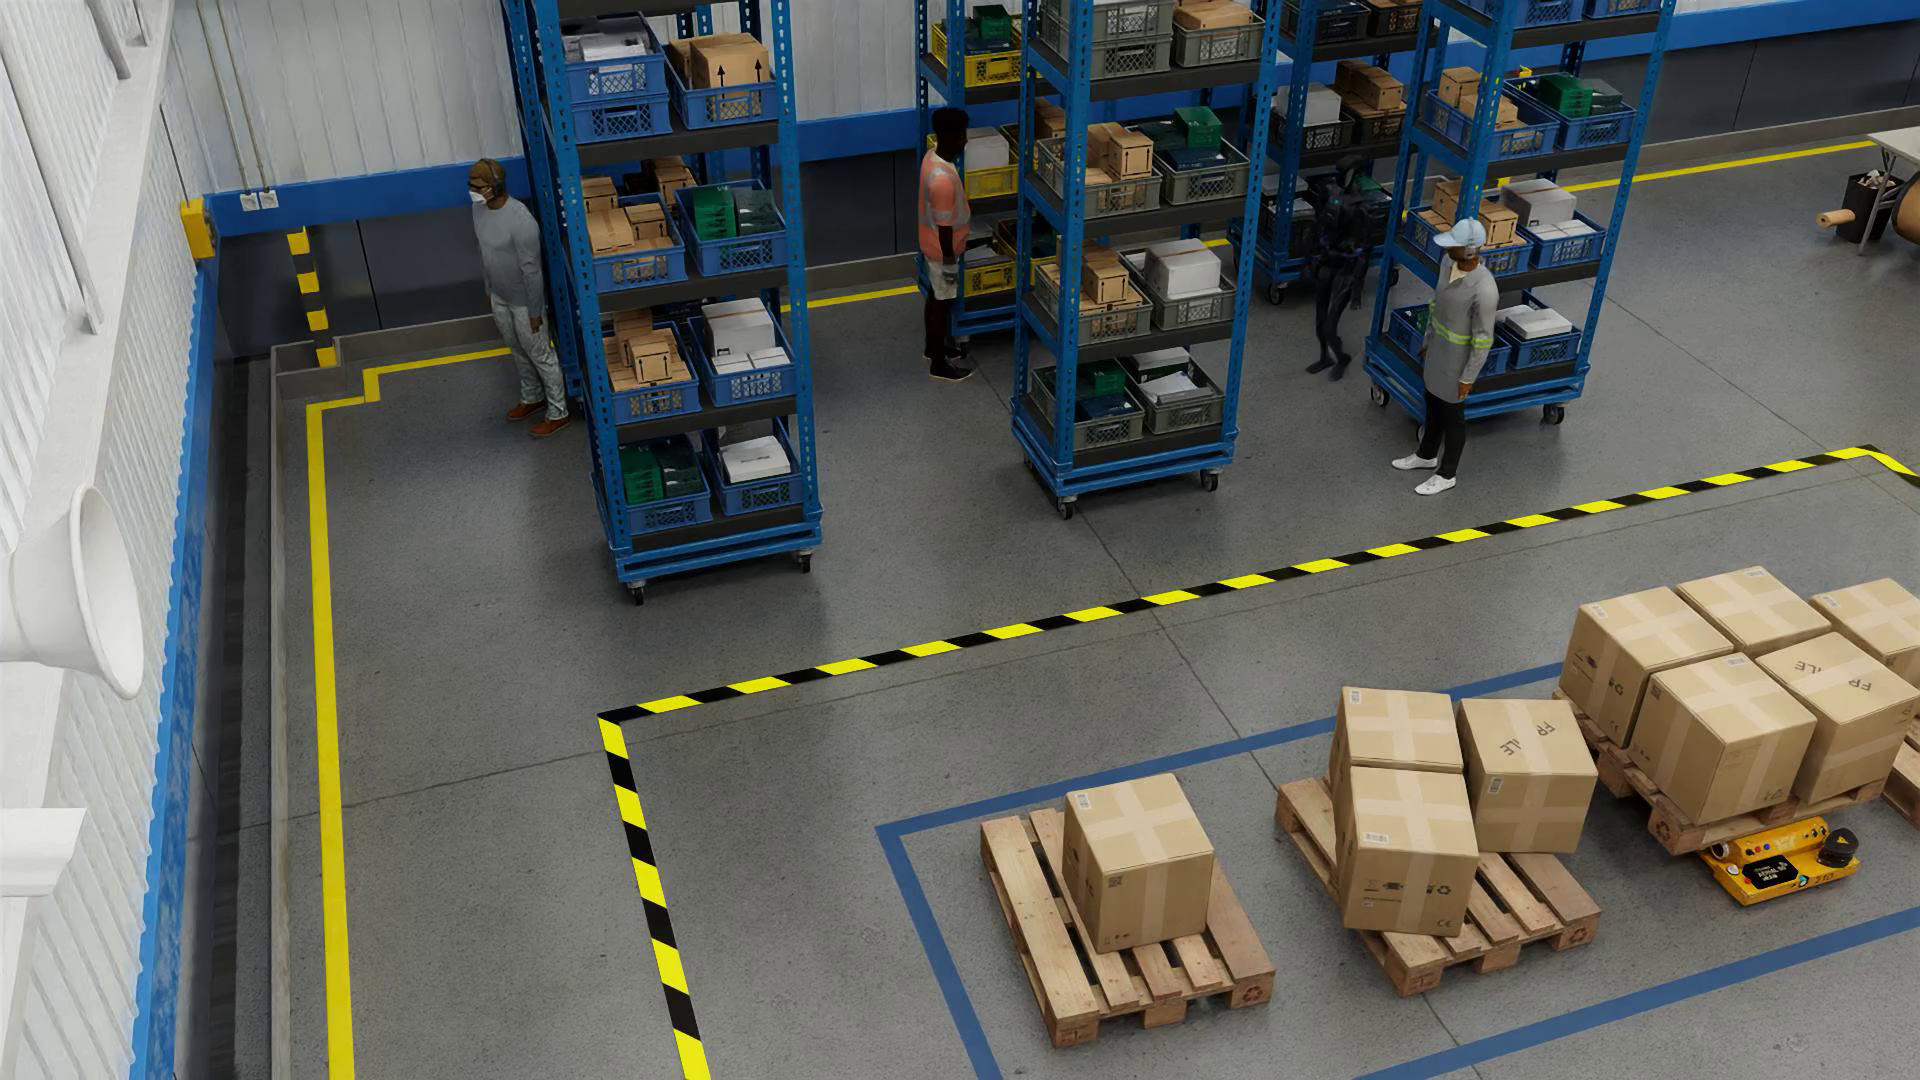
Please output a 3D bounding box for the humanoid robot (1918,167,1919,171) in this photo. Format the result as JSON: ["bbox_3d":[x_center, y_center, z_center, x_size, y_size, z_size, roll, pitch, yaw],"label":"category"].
[{"bbox_3d":[8.226,-3.481,13.780,0.491,1.641,0.604,26,43,32],"label":"humanoid robot"}]

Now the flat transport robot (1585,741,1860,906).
[{"bbox_3d":[3.738,1.188,8.347,0.652,0.197,1.431,-11,37,-15],"label":"flat transport robot"}]

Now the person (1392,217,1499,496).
[{"bbox_3d":[3.010,-1.135,10.291,0.388,1.849,0.597,-8,36,-11],"label":"person"}]

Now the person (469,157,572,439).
[{"bbox_3d":[-2.902,-1.588,10.872,0.626,1.932,0.370,30,45,35],"label":"person"}]

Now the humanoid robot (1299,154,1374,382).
[{"bbox_3d":[2.596,-1.884,11.502,0.335,1.644,0.588,-22,41,-28],"label":"humanoid robot"}]

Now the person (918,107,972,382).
[{"bbox_3d":[-0.104,-2.043,11.481,0.363,1.961,0.611,-4,35,-6],"label":"person"}]
